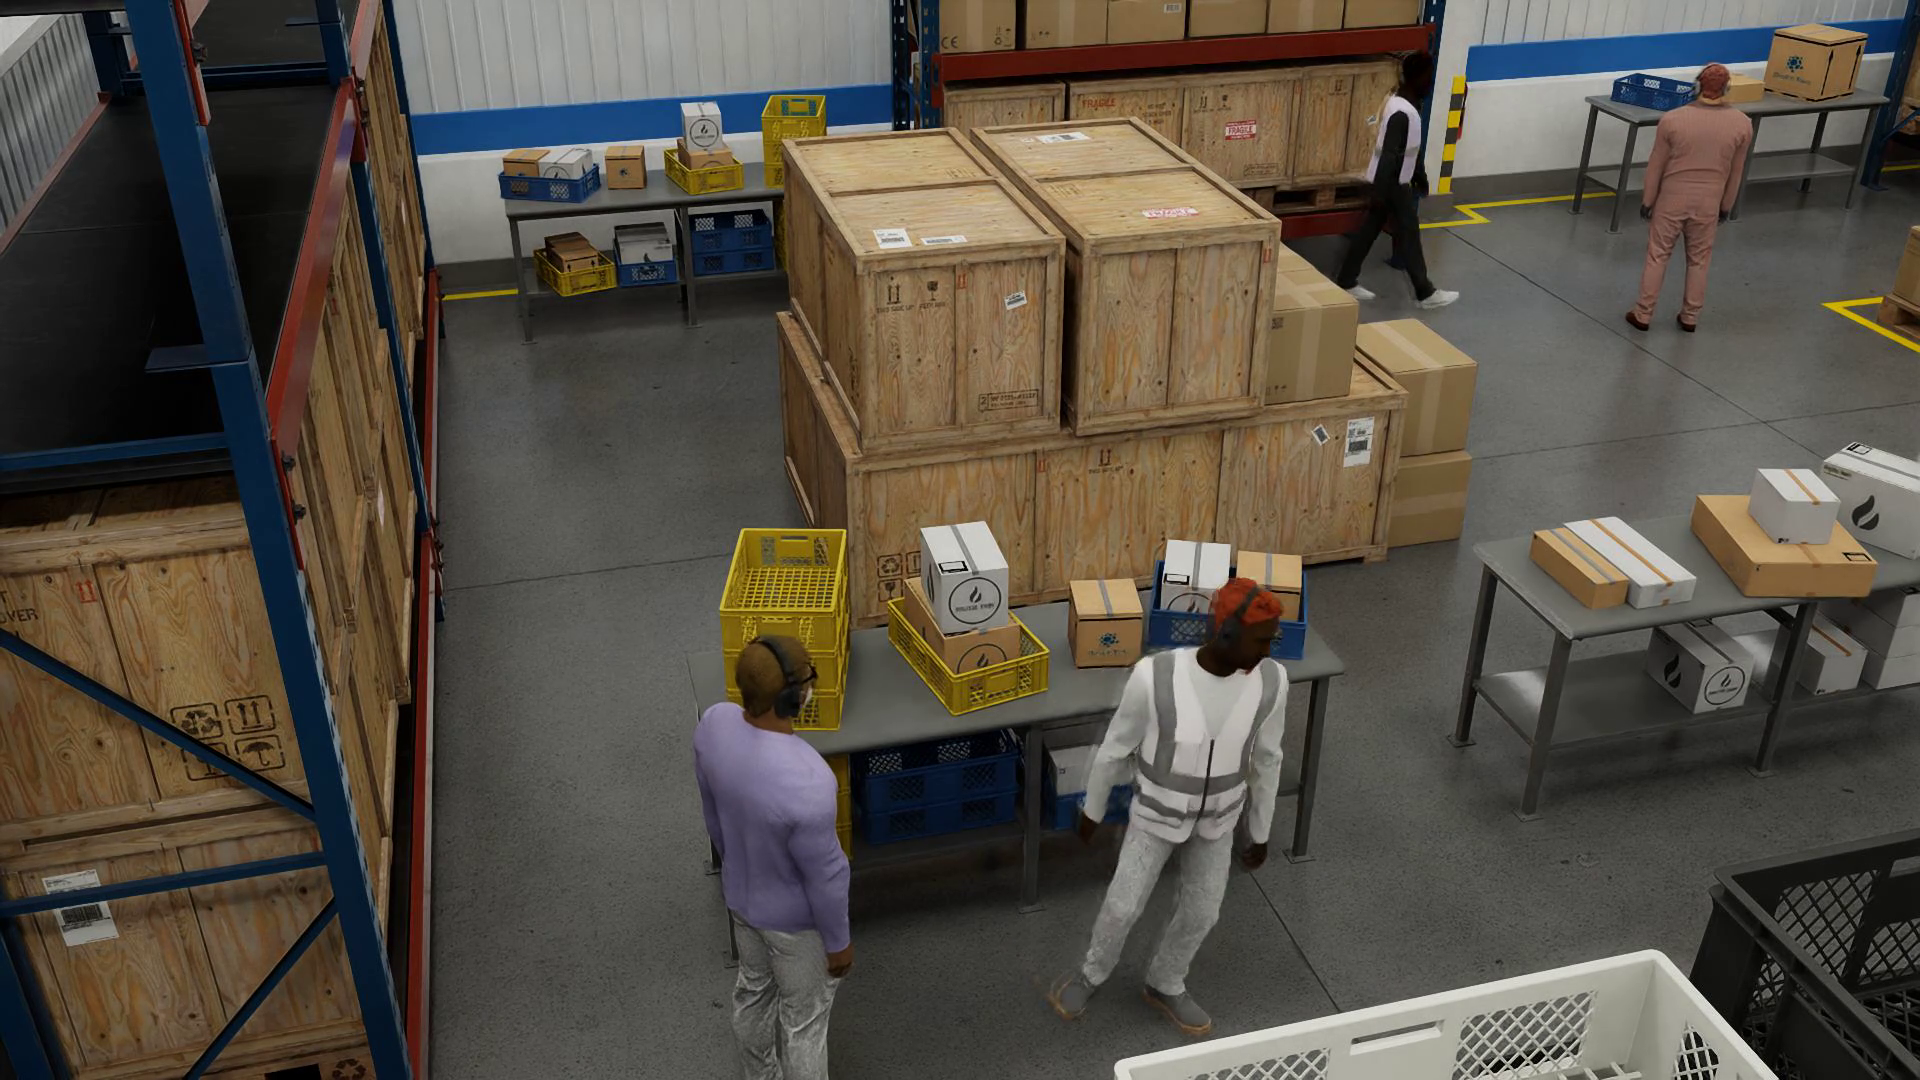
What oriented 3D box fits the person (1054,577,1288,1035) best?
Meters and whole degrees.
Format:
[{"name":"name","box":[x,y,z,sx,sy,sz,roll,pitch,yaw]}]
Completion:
[{"name":"person","box":[0.744,0.944,5.773,0.735,1.834,0.386,-5,29,-8]}]

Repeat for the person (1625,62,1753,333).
[{"name":"person","box":[5.170,-2.423,11.817,0.642,1.899,0.395,4,29,7]}]

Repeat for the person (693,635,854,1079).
[{"name":"person","box":[-0.559,1.142,5.301,0.373,1.940,0.628,-25,37,-37]}]

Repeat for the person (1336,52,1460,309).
[{"name":"person","box":[3.288,-2.621,12.199,0.960,1.867,0.598,7,30,13]}]
